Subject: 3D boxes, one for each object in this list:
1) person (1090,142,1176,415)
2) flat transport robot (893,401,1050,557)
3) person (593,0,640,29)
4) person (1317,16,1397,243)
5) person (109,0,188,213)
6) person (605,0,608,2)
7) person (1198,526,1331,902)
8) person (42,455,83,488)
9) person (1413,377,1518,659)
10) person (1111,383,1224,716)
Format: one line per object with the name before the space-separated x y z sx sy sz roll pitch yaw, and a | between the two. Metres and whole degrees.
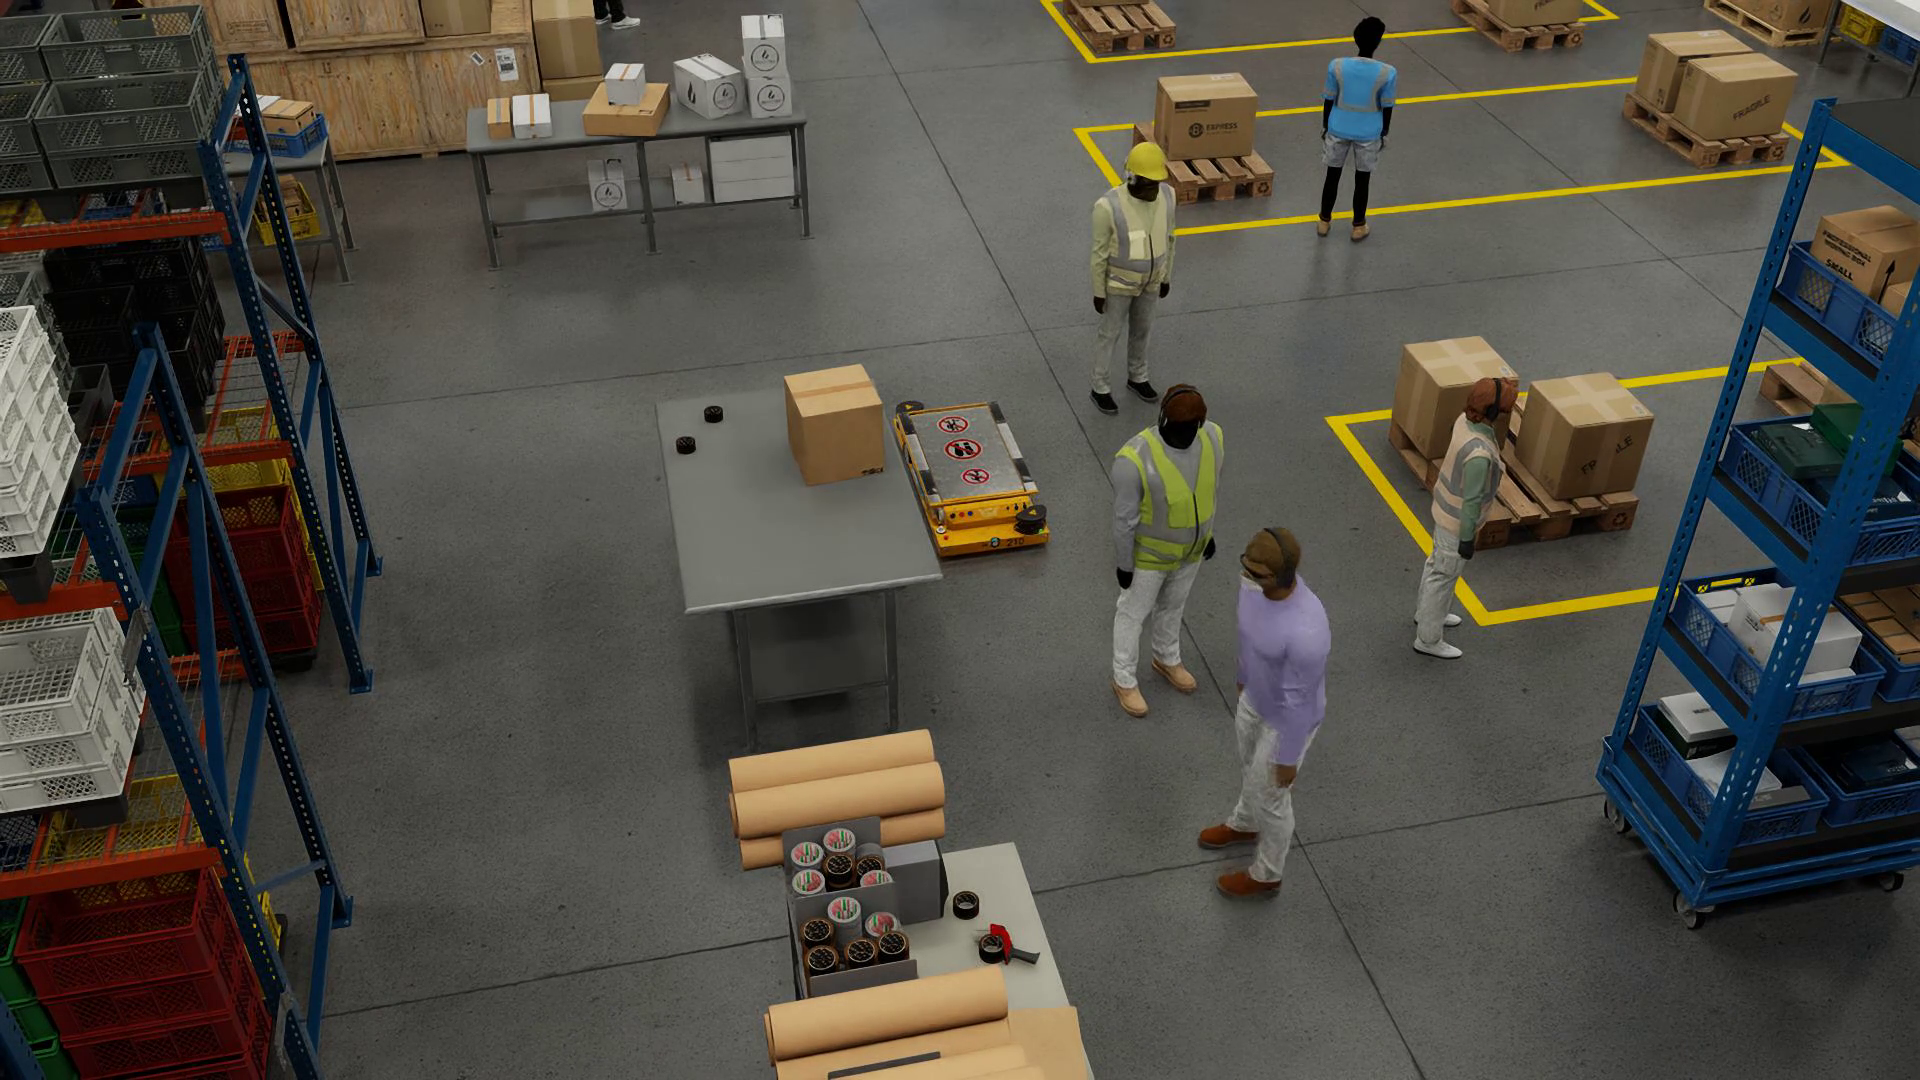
person | 1.091 -1.643 10.452 0.593 1.826 0.404 -17 40 -22
flat transport robot | 0.046 -0.430 10.108 0.652 0.197 1.431 -8 37 -10
person | -3.501 -5.960 16.177 0.587 1.913 0.391 27 45 32
person | 2.958 -3.066 12.462 0.540 1.697 0.317 14 39 18
person | -5.981 -3.153 12.443 0.532 1.863 0.310 -17 40 -21
person | -3.656 -6.453 16.843 0.642 1.910 0.401 -17 40 -22
person | 1.339 0.743 7.162 0.425 1.932 0.705 -11 38 -14
person | -5.427 -0.883 9.385 0.529 1.869 0.636 -24 43 -28
person | 2.575 -0.121 8.562 0.313 1.634 0.514 6 37 8
person | 1.020 0.035 8.181 0.624 1.841 0.430 -20 41 -25
